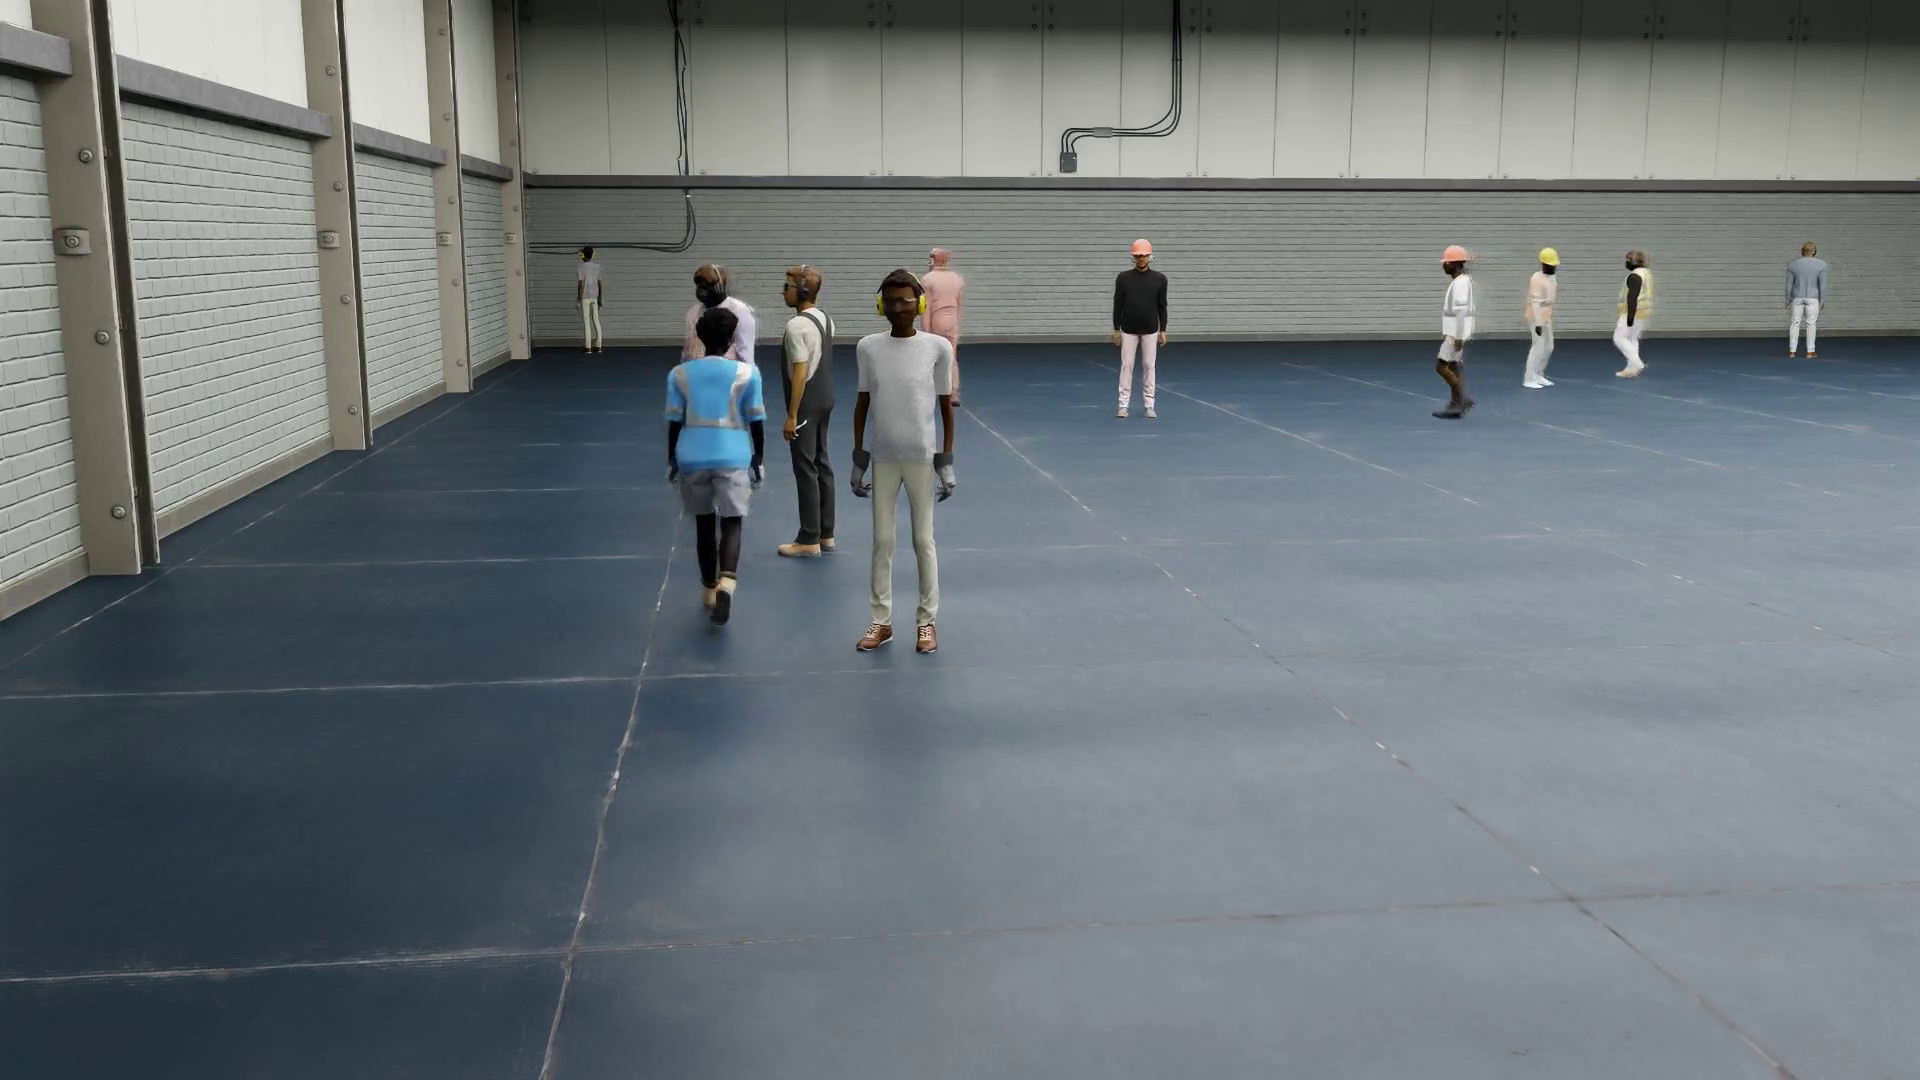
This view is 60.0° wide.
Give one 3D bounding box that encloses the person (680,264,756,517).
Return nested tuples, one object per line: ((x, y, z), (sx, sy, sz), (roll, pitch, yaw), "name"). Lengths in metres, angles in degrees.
((-1.810, -1.065, 12.014), (0.648, 1.822, 0.578), (9, 14, 40), "person")

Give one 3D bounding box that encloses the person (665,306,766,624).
((-1.309, -0.398, 8.820), (0.544, 1.667, 0.757), (1, 10, 6), "person")

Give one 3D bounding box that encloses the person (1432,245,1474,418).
((5.469, -2.297, 18.480), (0.399, 1.924, 0.576), (2, 11, 13), "person")

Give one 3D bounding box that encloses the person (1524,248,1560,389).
((7.758, -2.942, 22.140), (0.493, 1.876, 0.641), (9, 14, 42), "person")

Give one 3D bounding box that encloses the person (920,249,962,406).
((-0.325, -2.552, 20.021), (0.675, 1.873, 0.860), (-9, 14, -40), "person")

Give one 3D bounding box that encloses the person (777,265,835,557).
((-0.975, -0.814, 10.566), (0.333, 1.845, 0.515), (4, 11, 20), "person")

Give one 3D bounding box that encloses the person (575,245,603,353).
((-6.492, -4.199, 29.060), (0.314, 1.869, 0.537), (10, 14, 42), "person")

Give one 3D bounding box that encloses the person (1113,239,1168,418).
((2.016, -2.362, 18.656), (0.622, 1.994, 0.388), (1, 10, 4), "person")

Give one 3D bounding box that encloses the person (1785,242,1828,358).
((14.217, -4.032, 27.976), (0.627, 1.933, 0.372), (7, 13, 35), "person")

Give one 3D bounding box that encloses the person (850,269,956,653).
((-0.282, -0.377, 8.117), (0.531, 1.867, 0.317), (2, 11, 11), "person")

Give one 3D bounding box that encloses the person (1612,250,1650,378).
((9.650, -3.234, 23.887), (0.452, 1.824, 0.648), (7, 12, 33), "person")
